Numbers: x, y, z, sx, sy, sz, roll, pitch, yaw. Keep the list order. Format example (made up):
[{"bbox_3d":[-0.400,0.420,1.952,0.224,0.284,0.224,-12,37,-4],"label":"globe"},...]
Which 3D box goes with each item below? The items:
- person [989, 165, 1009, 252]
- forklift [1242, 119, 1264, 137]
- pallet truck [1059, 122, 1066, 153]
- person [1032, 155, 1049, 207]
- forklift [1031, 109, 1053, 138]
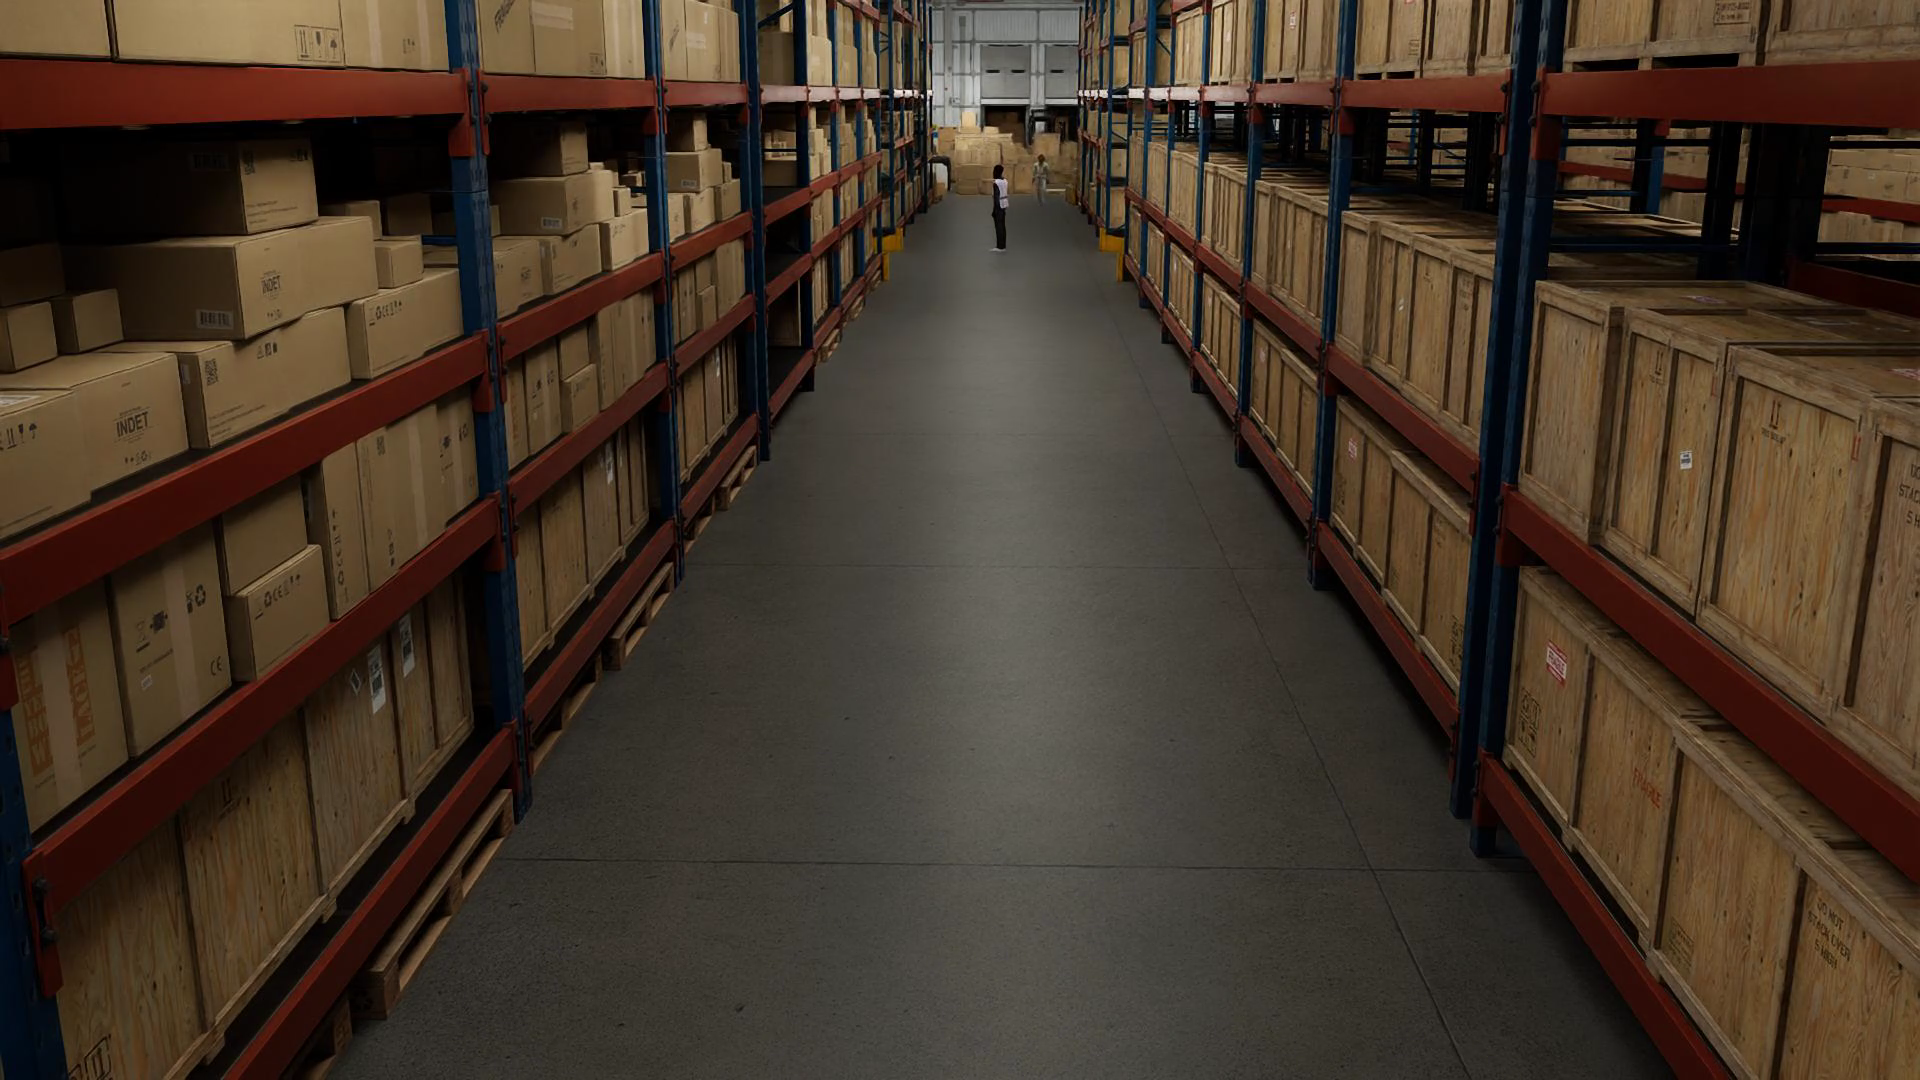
[{"bbox_3d":[0.883,-7.415,37.205,0.381,1.918,0.596,6,16,20],"label":"person"},{"bbox_3d":[11.136,-15.034,63.727,1.129,2.768,1.873,0,15,2],"label":"forklift"},{"bbox_3d":[5.788,-21.111,88.014,1.885,1.965,0.823,5,16,18],"label":"pallet truck"},{"bbox_3d":[2.545,-11.302,52.265,0.515,1.607,0.794,3,15,10],"label":"person"},{"bbox_3d":[3.409,-16.577,69.470,1.129,2.768,1.873,0,15,2],"label":"forklift"}]
